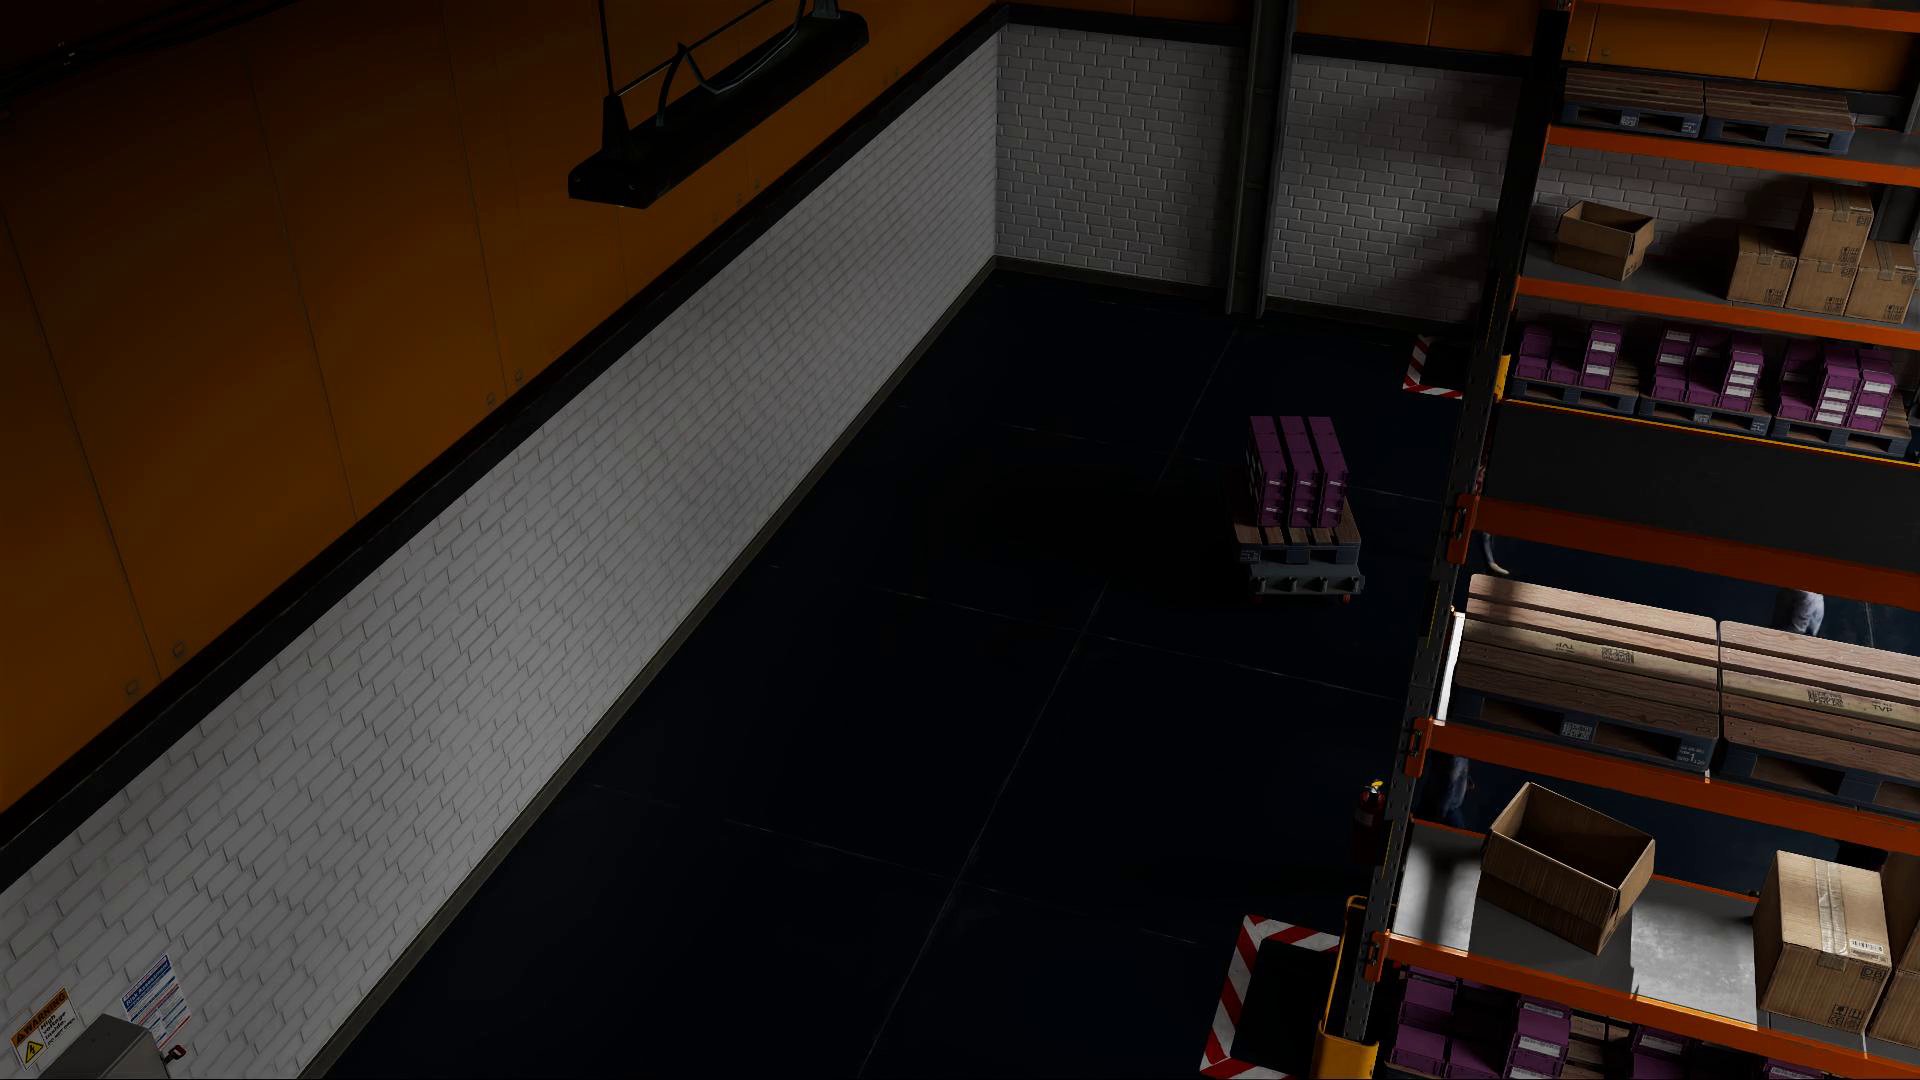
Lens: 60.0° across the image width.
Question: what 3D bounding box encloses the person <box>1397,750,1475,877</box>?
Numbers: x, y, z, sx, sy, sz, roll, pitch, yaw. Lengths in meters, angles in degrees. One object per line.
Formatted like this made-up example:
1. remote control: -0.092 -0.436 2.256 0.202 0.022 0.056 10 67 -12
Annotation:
1. person: 3.033 1.676 10.751 0.992 1.447 0.762 0 34 1
